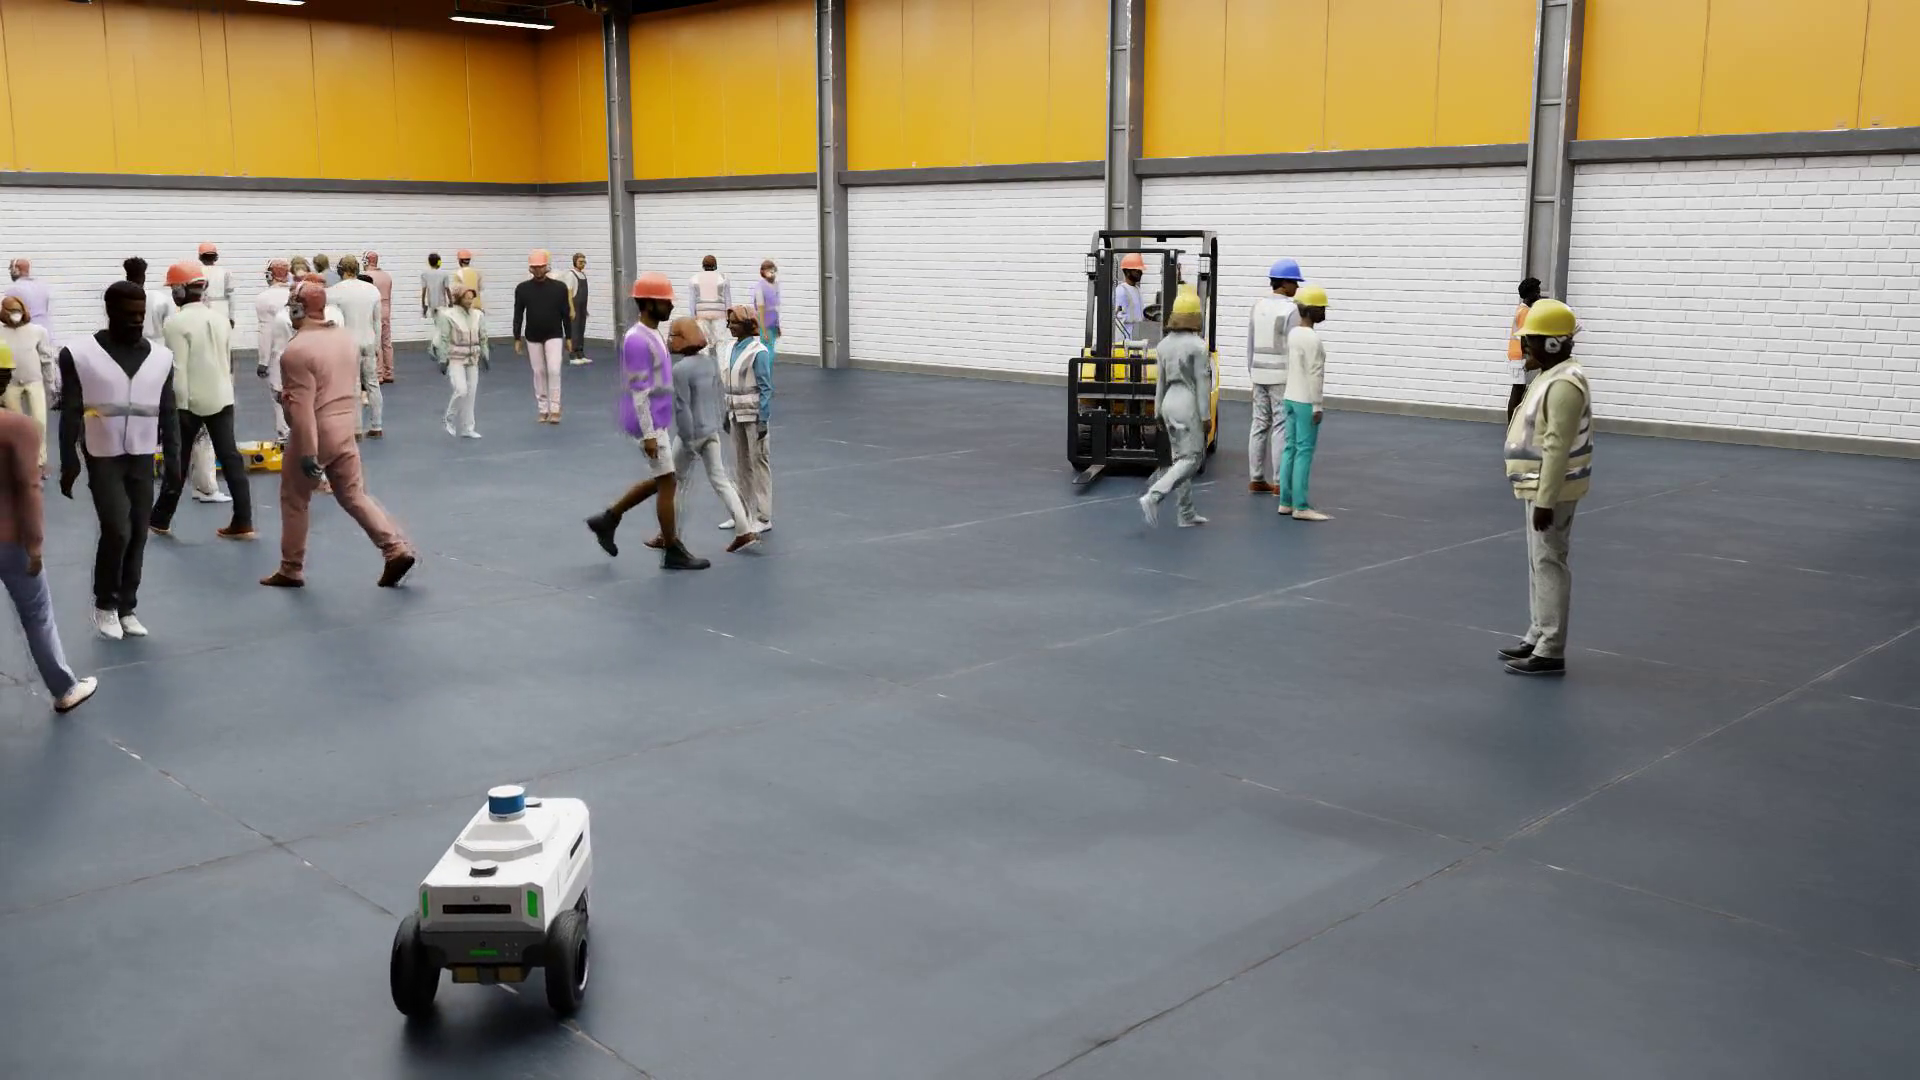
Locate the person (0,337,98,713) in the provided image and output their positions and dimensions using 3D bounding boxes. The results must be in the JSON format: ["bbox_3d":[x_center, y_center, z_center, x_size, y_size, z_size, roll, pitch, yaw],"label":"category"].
[{"bbox_3d":[-4.101,-0.022,7.103,0.542,1.724,0.867,0,10,-1],"label":"person"}]

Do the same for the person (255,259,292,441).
[{"bbox_3d":[-6.547,-1.757,16.096,0.402,1.906,0.651,5,12,25],"label":"person"}]

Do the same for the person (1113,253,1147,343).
[{"bbox_3d":[1.899,-2.207,18.460,0.356,1.937,0.552,5,12,27],"label":"person"}]

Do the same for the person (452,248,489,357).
[{"bbox_3d":[-8.241,-3.945,27.988,0.558,1.920,0.735,-10,14,-42],"label":"person"}]

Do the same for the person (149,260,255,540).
[{"bbox_3d":[-5.411,-0.974,11.694,0.994,1.943,0.660,4,11,20],"label":"person"}]

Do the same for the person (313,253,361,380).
[{"bbox_3d":[-9.197,-3.291,24.582,0.984,1.877,0.667,3,11,17],"label":"person"}]

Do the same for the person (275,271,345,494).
[{"bbox_3d":[-5.473,-1.346,14.034,0.588,1.844,0.930,-9,14,-40],"label":"person"}]

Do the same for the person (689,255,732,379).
[{"bbox_3d":[-3.686,-3.294,24.649,0.620,1.845,0.430,0,10,0],"label":"person"}]

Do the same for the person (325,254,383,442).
[{"bbox_3d":[-6.276,-1.985,17.245,0.378,1.940,0.629,7,13,35],"label":"person"}]

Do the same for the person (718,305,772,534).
[{"bbox_3d":[-1.527,-0.864,11.945,0.314,1.641,0.515,-8,13,-39],"label":"person"}]

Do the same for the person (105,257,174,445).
[{"bbox_3d":[-7.951,-1.788,16.245,0.618,1.929,0.879,-3,11,-17],"label":"person"}]

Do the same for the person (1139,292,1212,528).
[{"bbox_3d":[1.545,-0.918,12.001,0.692,1.720,0.489,-7,12,-33],"label":"person"}]

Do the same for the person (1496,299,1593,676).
[{"bbox_3d":[2.856,-0.254,8.118,0.403,1.828,0.589,3,11,14],"label":"person"}]

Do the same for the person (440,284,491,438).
[{"bbox_3d":[-5.188,-1.857,17.423,0.356,1.624,0.515,7,13,35],"label":"person"}]

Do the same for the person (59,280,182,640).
[{"bbox_3d":[-4.412,-0.415,8.796,0.486,1.892,0.623,7,13,35],"label":"person"}]

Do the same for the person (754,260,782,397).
[{"bbox_3d":[-2.571,-2.801,22.079,0.447,1.808,0.645,3,11,16],"label":"person"}]

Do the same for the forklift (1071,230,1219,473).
[{"bbox_3d":[1.804,-1.825,15.677,1.214,2.155,2.313,2,11,13],"label":"forklift"}]

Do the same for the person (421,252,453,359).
[{"bbox_3d":[-9.101,-4.068,28.915,0.525,1.838,0.850,2,11,9],"label":"person"}]

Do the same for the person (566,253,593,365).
[{"bbox_3d":[-6.316,-3.828,27.556,0.332,1.842,0.508,3,11,16],"label":"person"}]

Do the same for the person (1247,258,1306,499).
[{"bbox_3d":[2.582,-1.309,13.544,0.403,1.944,0.606,-6,12,-30],"label":"person"}]

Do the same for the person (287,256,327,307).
[{"bbox_3d":[-8.134,-2.571,20.619,0.637,1.896,1.012,-4,11,-22],"label":"person"}]

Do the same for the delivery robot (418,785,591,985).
[{"bbox_3d":[-1.291,0.948,4.773,0.477,0.478,0.707,0,10,-1],"label":"delivery robot"}]

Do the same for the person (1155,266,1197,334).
[{"bbox_3d":[2.464,-2.308,19.364,0.645,1.804,0.803,-5,11,-25],"label":"person"}]

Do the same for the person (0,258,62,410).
[{"bbox_3d":[-11.360,-2.501,20.293,1.024,1.856,0.657,2,11,13],"label":"person"}]

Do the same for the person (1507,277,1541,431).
[{"bbox_3d":[5.947,-1.919,17.565,0.320,1.694,0.532,4,11,20],"label":"person"}]

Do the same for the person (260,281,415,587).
[{"bbox_3d":[-3.796,-0.622,10.013,0.932,1.872,0.643,3,11,17],"label":"person"}]

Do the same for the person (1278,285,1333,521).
[{"bbox_3d":[2.620,-1.032,12.527,0.330,1.765,0.532,-2,11,-11],"label":"person"}]

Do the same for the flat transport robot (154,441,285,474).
[{"bbox_3d":[-6.801,-0.742,15.019,1.431,0.197,0.652,-4,11,-22],"label":"flat transport robot"}]

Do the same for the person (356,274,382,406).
[{"bbox_3d":[-7.615,-2.544,21.049,0.588,1.650,0.801,-5,11,-25],"label":"person"}]

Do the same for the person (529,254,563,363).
[{"bbox_3d":[-6.907,-3.897,27.916,0.605,1.863,1.027,1,10,5],"label":"person"}]

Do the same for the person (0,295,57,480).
[{"bbox_3d":[-8.169,-1.320,14.479,0.535,1.613,0.538,-6,12,-29],"label":"person"}]

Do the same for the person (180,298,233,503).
[{"bbox_3d":[-6.070,-1.119,13.324,0.305,1.645,0.522,-8,13,-36],"label":"person"}]

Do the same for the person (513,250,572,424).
[{"bbox_3d":[-4.728,-2.279,18.779,0.646,1.958,0.875,-1,10,-6],"label":"person"}]

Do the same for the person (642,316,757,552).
[{"bbox_3d":[-1.747,-0.701,11.190,0.836,1.598,0.500,5,12,27],"label":"person"}]

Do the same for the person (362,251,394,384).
[{"bbox_3d":[-8.411,-3.183,23.867,0.401,1.910,0.642,3,11,16],"label":"person"}]

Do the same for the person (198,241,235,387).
[{"bbox_3d":[-10.424,-3.129,23.197,0.370,2.044,0.608,10,14,43],"label":"person"}]

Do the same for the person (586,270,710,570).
[{"bbox_3d":[-2.010,-0.754,10.600,0.710,1.923,0.562,0,10,1],"label":"person"}]
